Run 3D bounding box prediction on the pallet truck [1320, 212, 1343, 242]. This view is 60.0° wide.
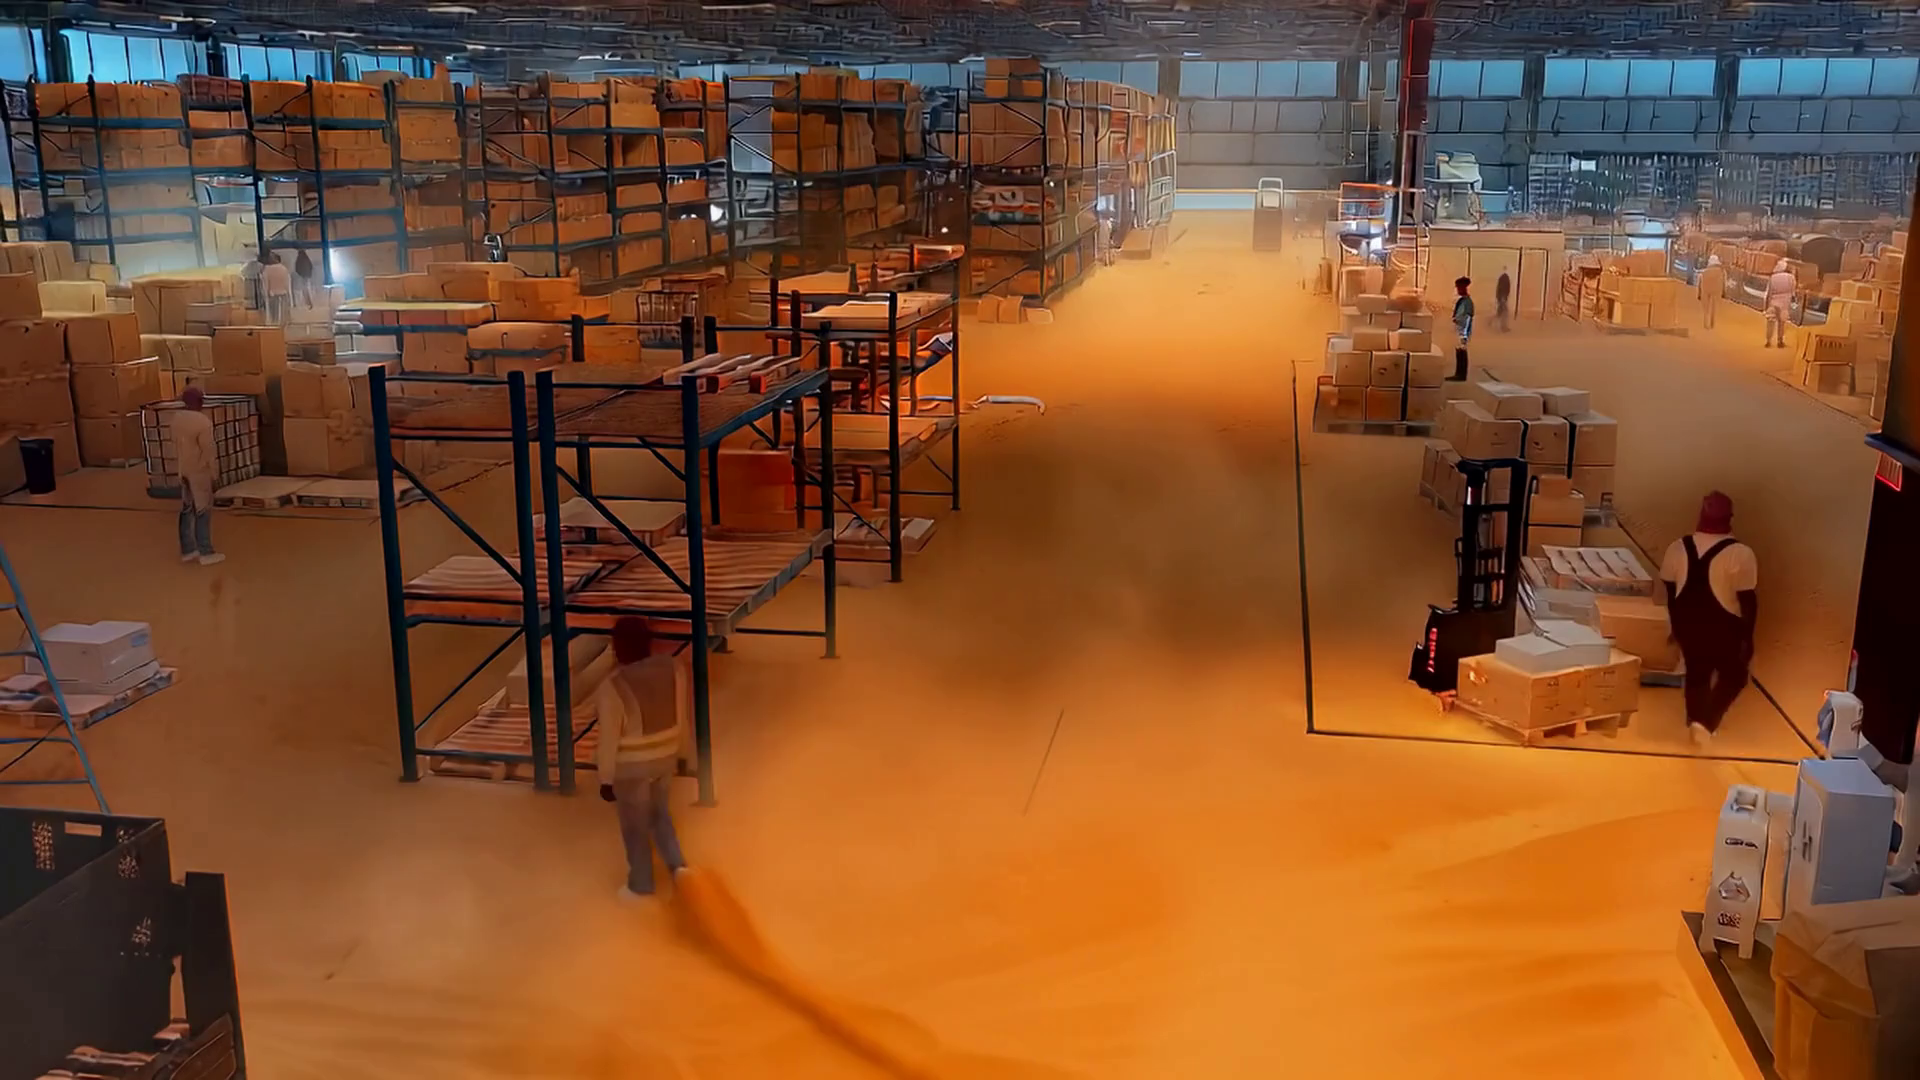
[{"bbox_3d":[15.874,-13.227,70.310,0.680,1.201,1.601,10,17,35],"label":"pallet truck"}]

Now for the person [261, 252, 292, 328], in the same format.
[{"bbox_3d":[-15.410,-5.517,37.562,0.630,1.931,0.366,-10,17,-35],"label":"person"}]

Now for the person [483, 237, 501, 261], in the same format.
[{"bbox_3d":[-14.157,-8.629,50.407,0.619,1.836,0.430,-12,18,-41],"label":"person"}]

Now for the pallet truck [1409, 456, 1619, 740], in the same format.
[{"bbox_3d":[4.504,0.400,13.395,0.823,1.965,1.885,-6,15,-23],"label":"pallet truck"}]

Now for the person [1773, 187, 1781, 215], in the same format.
[{"bbox_3d":[40.658,-16.675,82.925,1.081,1.883,0.708,5,15,20],"label":"person"}]

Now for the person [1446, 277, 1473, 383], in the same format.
[{"bbox_3d":[9.336,-3.905,30.942,0.372,1.963,0.608,1,14,2],"label":"person"}]

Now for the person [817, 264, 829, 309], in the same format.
[{"bbox_3d":[-3.062,-5.326,37.266,0.317,1.696,0.537,0,14,0],"label":"person"}]

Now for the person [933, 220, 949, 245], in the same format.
[{"bbox_3d":[-0.656,-10.049,56.485,0.547,1.661,0.745,1,14,5],"label":"person"}]

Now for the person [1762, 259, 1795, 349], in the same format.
[{"bbox_3d":[17.622,-5.073,35.795,0.608,1.921,0.426,6,15,23],"label":"person"}]

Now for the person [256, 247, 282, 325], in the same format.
[{"bbox_3d":[-16.454,-6.034,39.679,0.587,1.920,0.392,-3,14,-13],"label":"person"}]

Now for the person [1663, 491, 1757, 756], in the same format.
[{"bbox_3d":[5.594,0.620,12.415,0.613,2.000,0.710,-10,17,-34],"label":"person"}]

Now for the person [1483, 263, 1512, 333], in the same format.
[{"bbox_3d":[12.548,-5.627,38.626,0.570,1.620,0.529,5,15,21],"label":"person"}]

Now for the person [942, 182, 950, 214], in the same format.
[{"bbox_3d":[-0.640,-19.230,93.269,0.883,1.924,0.614,2,14,7],"label":"person"}]

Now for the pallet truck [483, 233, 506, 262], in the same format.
[{"bbox_3d":[-11.832,-7.026,43.548,1.885,1.965,0.823,8,16,28],"label":"pallet truck"}]

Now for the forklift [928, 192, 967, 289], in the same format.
[{"bbox_3d":[-0.276,-8.962,49.588,1.129,2.768,1.873,3,14,10],"label":"forklift"}]

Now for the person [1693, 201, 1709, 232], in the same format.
[{"bbox_3d":[31.272,-13.428,70.134,0.947,1.717,0.522,4,14,14],"label":"person"}]

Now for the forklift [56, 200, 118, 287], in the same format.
[{"bbox_3d":[-23.297,-7.499,43.650,1.873,2.768,1.129,-9,17,-33],"label":"forklift"}]

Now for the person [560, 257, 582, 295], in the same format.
[{"bbox_3d":[-9.411,-6.038,40.291,0.522,1.631,0.321,0,14,1],"label":"person"}]

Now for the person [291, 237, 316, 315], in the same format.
[{"bbox_3d":[-16.728,-6.717,42.346,0.432,1.981,0.628,-5,15,-20],"label":"person"}]

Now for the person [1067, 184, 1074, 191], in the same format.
[{"bbox_3d":[5.612,-17.291,85.294,0.653,1.955,0.933,1,14,5],"label":"person"}]

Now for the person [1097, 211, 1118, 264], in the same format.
[{"bbox_3d":[5.075,-10.611,58.377,1.050,1.874,0.573,4,14,17],"label":"person"}]

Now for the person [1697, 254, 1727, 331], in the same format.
[{"bbox_3d":[17.659,-5.826,39.109,0.617,1.781,0.915,5,15,20],"label":"person"}]

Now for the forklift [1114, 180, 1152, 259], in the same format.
[{"bbox_3d":[6.082,-11.722,60.796,1.873,2.768,1.129,2,14,9],"label":"forklift"}]

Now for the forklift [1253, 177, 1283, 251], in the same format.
[{"bbox_3d":[12.083,-12.747,64.956,1.129,2.768,1.873,3,14,10],"label":"forklift"}]

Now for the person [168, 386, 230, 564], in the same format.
[{"bbox_3d":[-8.274,-0.710,18.032,0.635,1.936,0.356,8,16,30],"label":"person"}]

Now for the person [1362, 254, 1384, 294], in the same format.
[{"bbox_3d":[9.916,-6.028,40.057,0.534,1.724,0.890,10,17,35],"label":"person"}]

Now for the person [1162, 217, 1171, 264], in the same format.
[{"bbox_3d":[7.292,-10.582,58.731,0.286,1.633,0.500,1,14,3],"label":"person"}]

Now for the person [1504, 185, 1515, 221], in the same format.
[{"bbox_3d":[28.680,-17.573,86.719,0.589,1.826,0.403,13,19,41],"label":"person"}]

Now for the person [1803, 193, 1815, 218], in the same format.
[{"bbox_3d":[40.746,-15.855,79.843,1.012,1.791,0.564,4,14,16],"label":"person"}]

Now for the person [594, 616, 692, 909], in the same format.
[{"bbox_3d":[-1.898,1.339,9.931,0.432,1.829,0.642,13,19,42],"label":"person"}]
